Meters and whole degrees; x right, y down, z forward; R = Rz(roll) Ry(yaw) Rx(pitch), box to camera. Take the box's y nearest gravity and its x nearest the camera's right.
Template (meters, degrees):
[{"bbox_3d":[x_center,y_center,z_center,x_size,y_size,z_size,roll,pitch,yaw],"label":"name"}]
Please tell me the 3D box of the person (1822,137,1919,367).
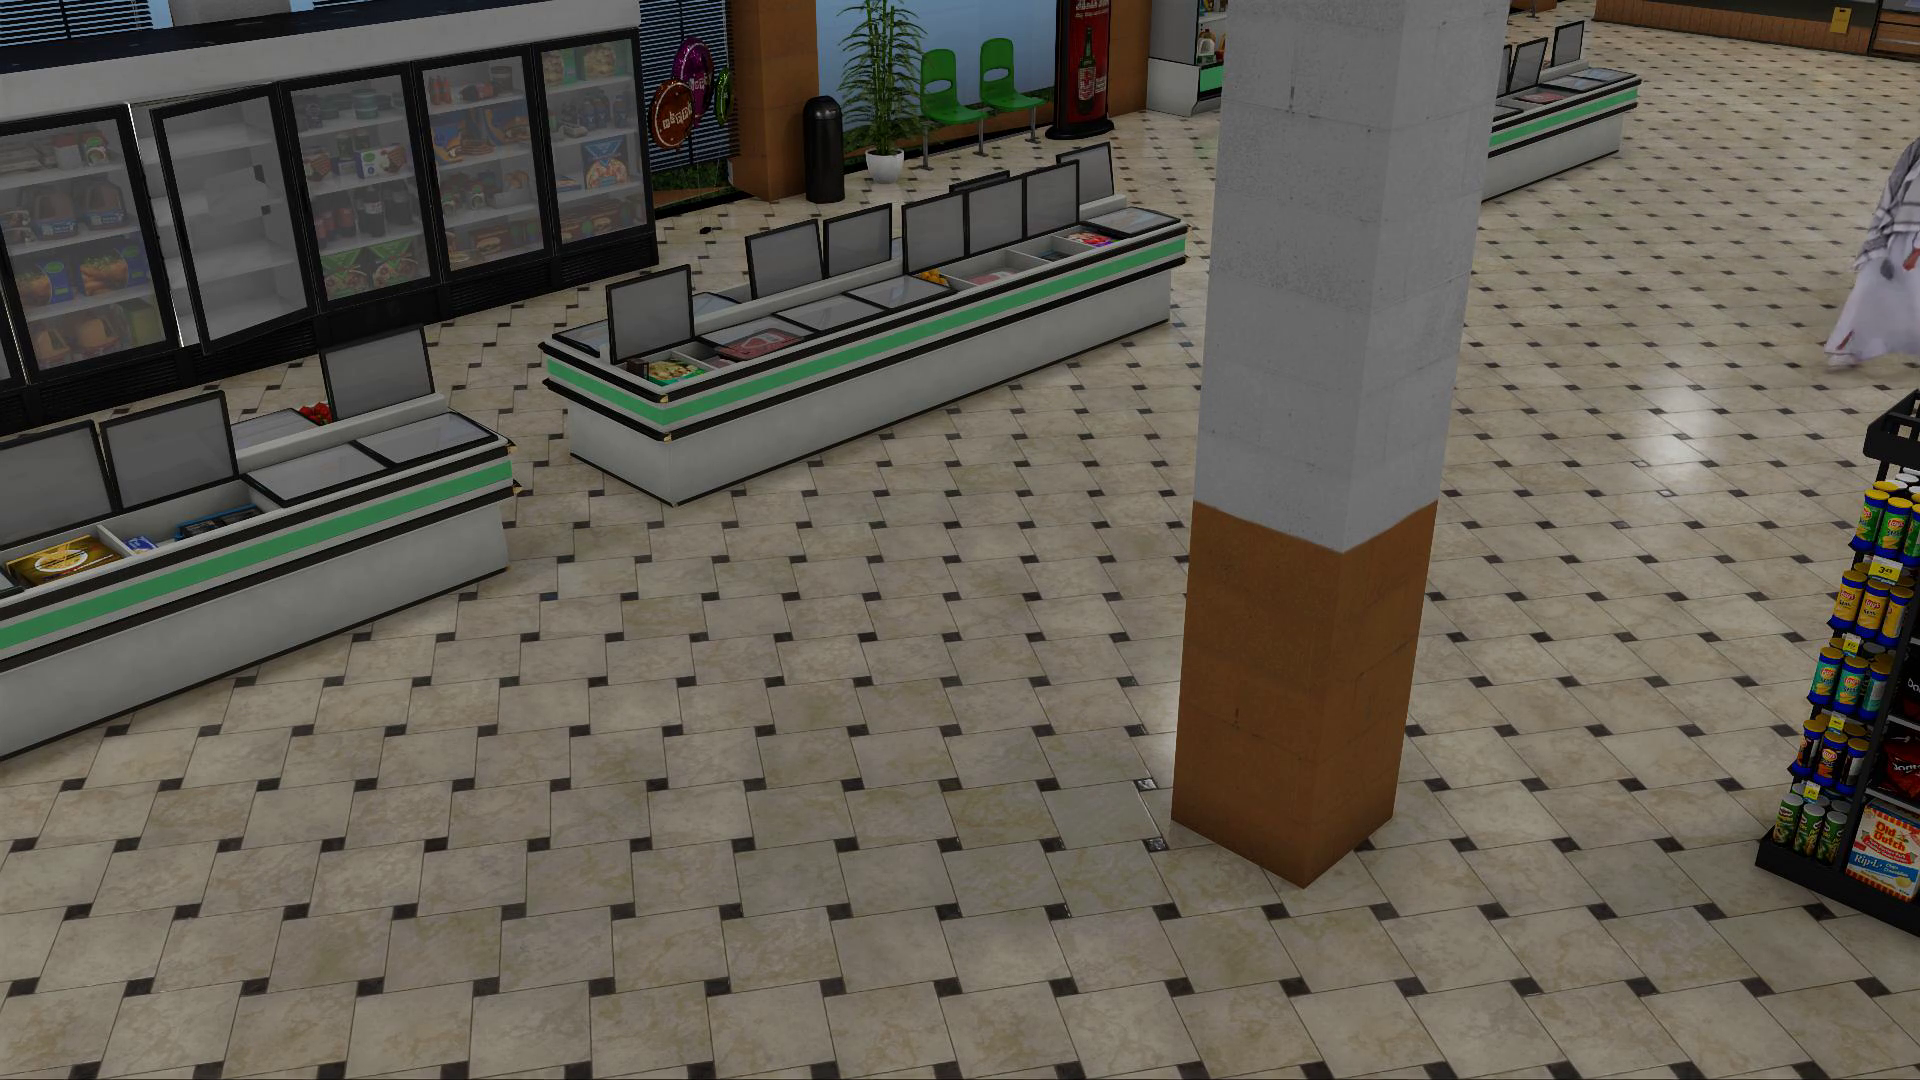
[{"bbox_3d":[6.597,-2.079,11.768,1.383,1.863,1.115,-7,28,-14],"label":"person"}]
